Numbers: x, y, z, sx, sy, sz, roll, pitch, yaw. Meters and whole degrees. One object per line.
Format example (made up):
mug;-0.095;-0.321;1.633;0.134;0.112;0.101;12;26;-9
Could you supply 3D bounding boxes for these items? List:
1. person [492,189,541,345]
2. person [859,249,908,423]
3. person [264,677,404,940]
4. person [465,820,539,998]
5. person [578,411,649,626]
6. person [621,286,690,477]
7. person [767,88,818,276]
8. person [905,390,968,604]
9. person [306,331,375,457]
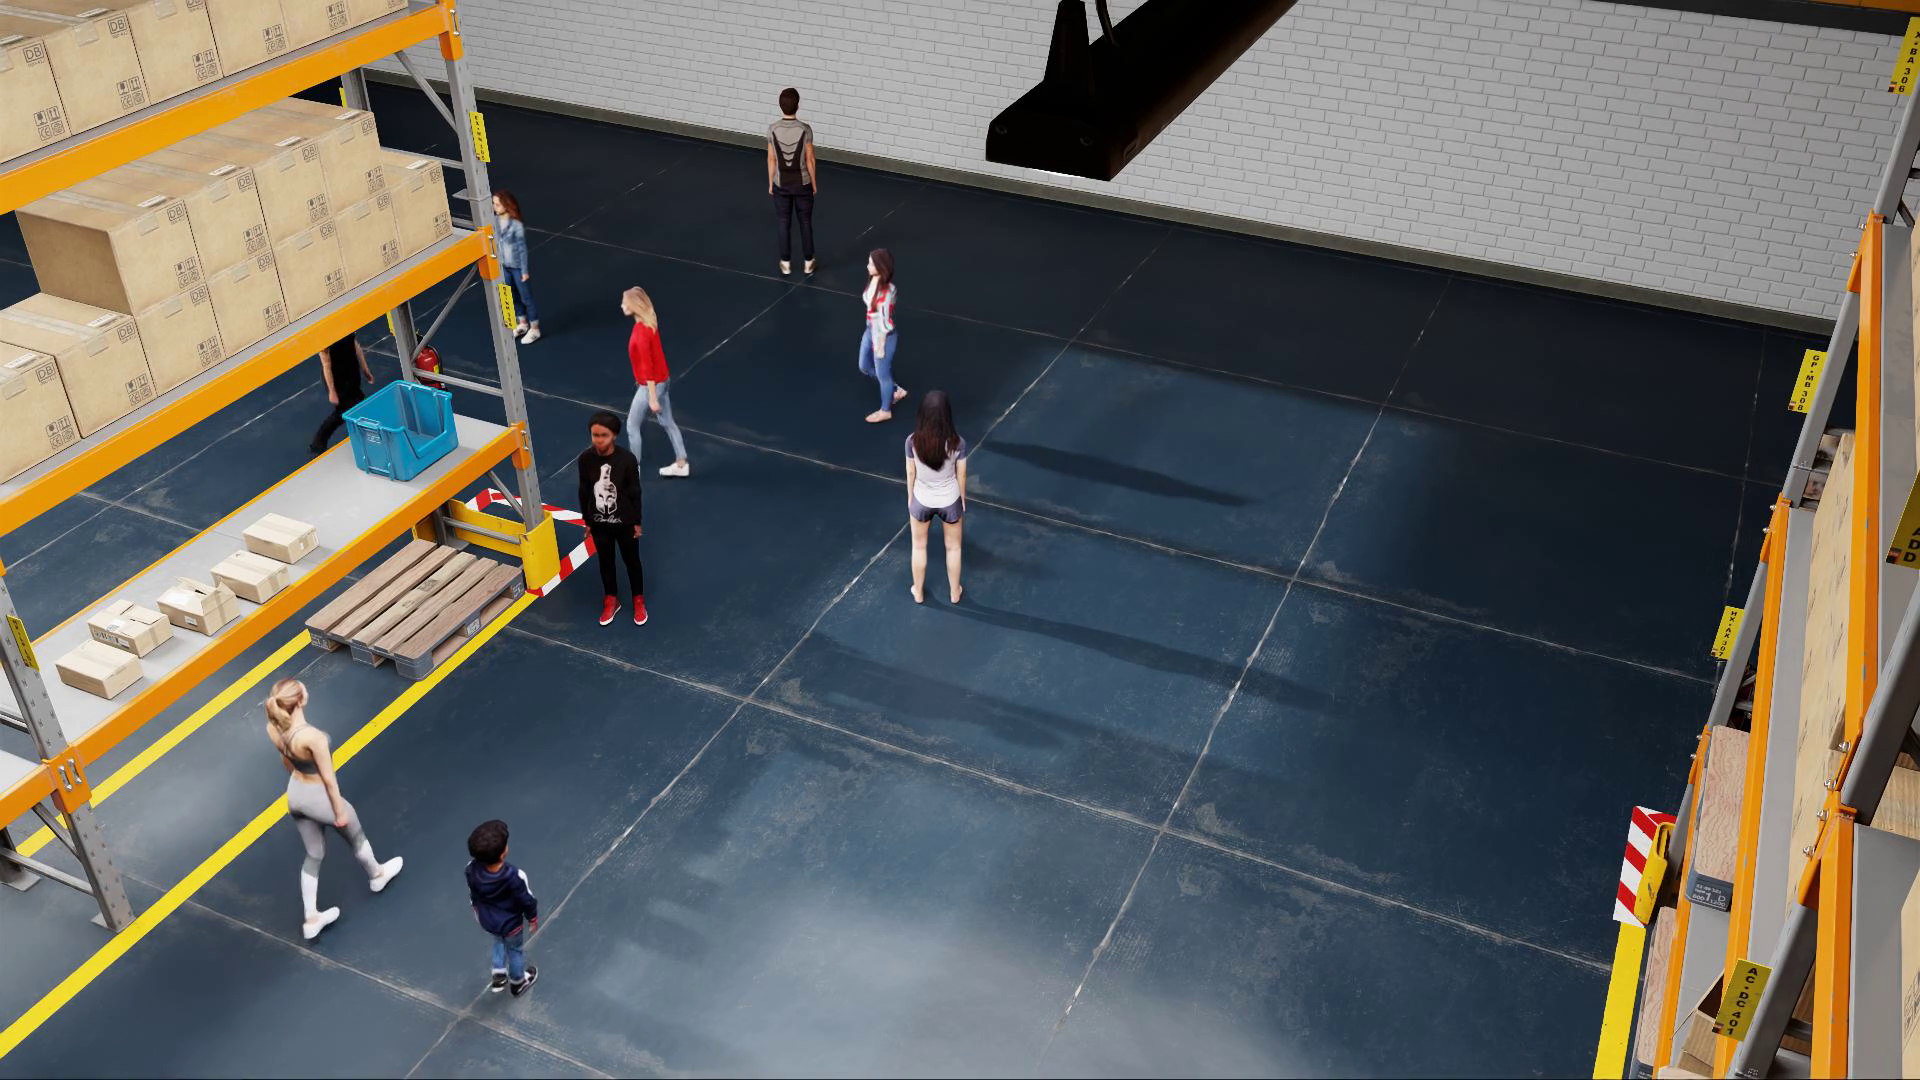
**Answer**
person;-4.157;-2.578;15.575;0.601;1.476;0.567;22;39;29
person;-0.602;-1.749;14.208;0.815;1.607;0.758;-13;36;-19
person;-3.631;1.506;9.250;0.605;1.676;0.964;13;36;19
person;-2.485;2.019;8.896;0.551;1.214;0.526;10;35;15
person;-2.451;-0.158;11.756;0.677;1.672;0.684;0;34;0
person;-2.391;-1.224;13.354;0.934;1.680;0.945;-1;34;-1
person;-1.684;-3.596;16.733;0.716;1.890;0.706;-2;34;-3
person;-0.174;-0.296;11.936;0.655;1.704;0.645;1;34;1
person;-5.052;-1.280;13.463;0.891;1.653;1.127;4;34;6
